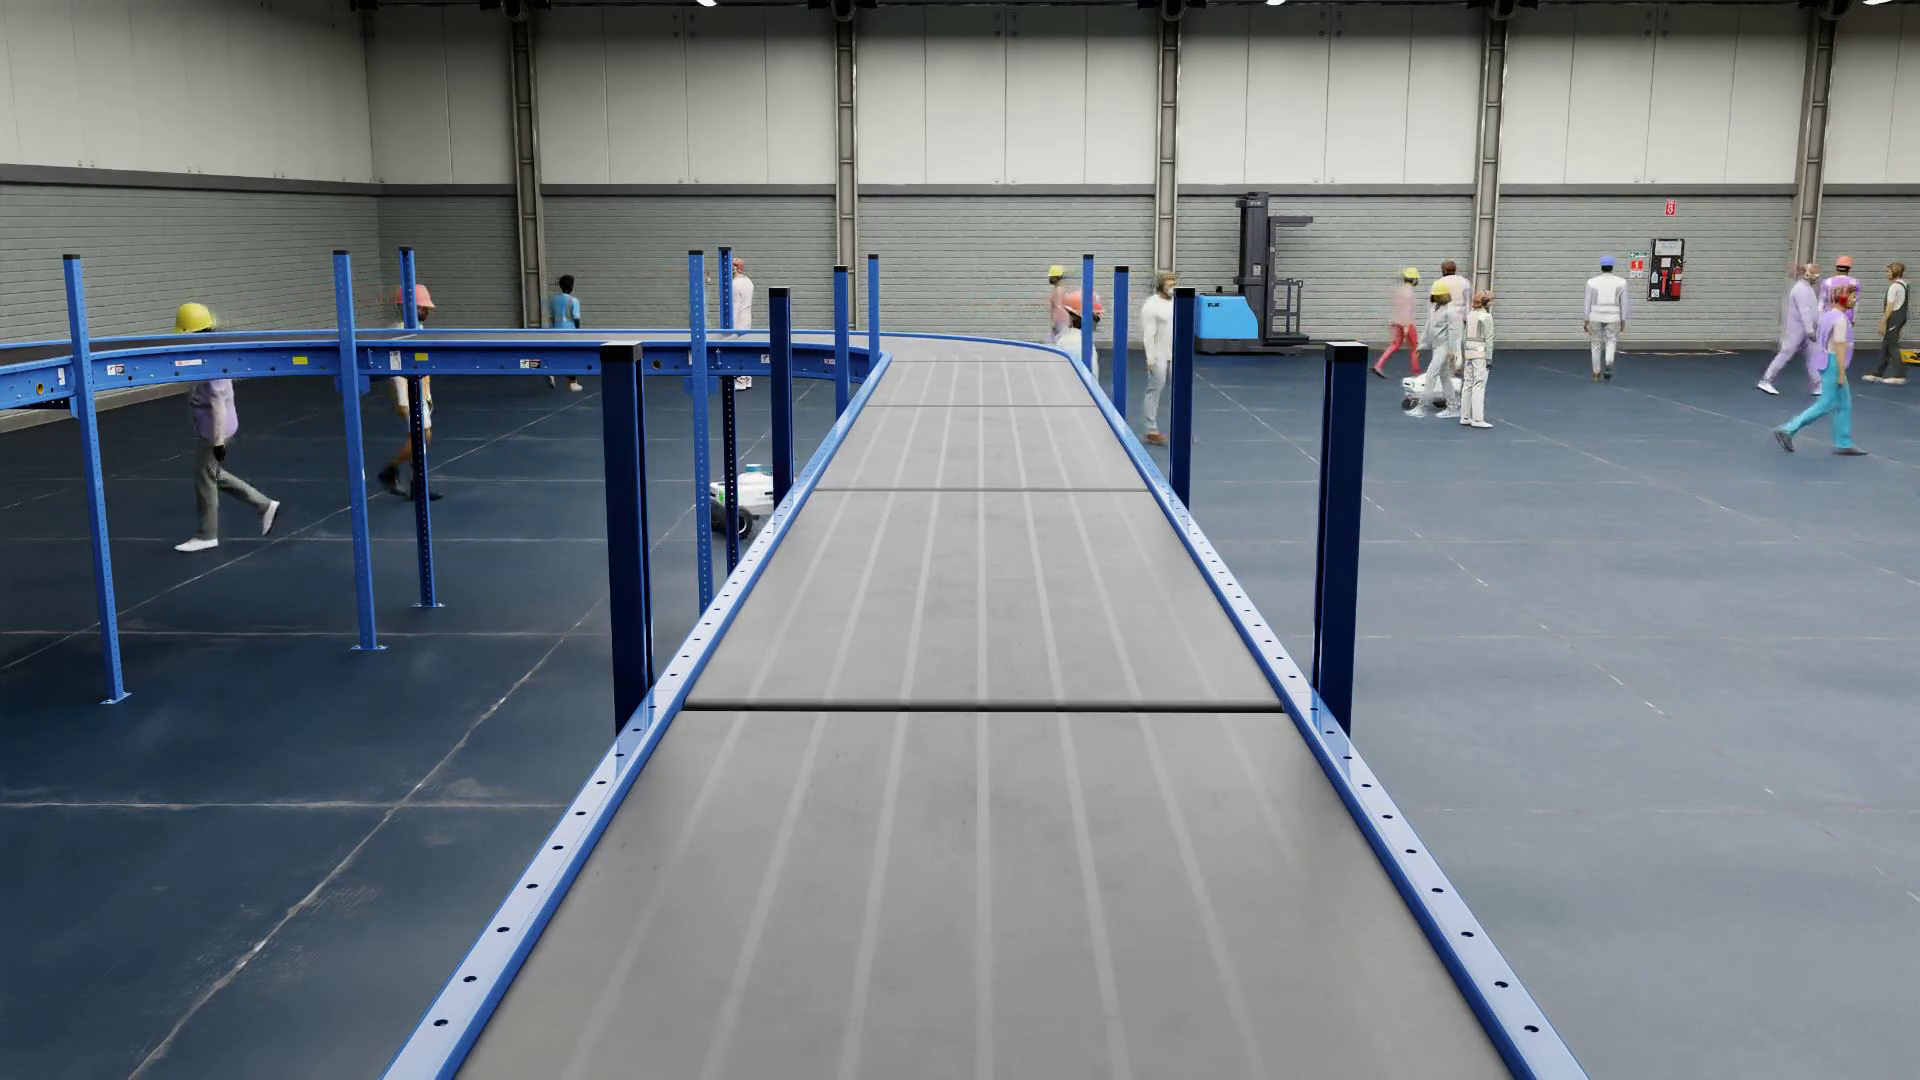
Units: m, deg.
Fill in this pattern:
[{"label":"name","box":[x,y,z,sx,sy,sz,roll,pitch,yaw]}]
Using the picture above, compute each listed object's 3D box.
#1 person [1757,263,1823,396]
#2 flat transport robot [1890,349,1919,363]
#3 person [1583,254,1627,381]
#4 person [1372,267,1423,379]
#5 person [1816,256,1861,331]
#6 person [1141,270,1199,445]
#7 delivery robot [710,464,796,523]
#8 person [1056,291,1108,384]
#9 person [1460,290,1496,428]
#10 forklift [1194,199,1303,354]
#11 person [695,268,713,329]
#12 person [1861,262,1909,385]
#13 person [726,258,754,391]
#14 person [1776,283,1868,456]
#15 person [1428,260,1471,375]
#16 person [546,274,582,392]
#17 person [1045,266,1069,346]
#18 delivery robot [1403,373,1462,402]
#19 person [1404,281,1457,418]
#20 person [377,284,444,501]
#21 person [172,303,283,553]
[{"label":"person","box":[11.850,-2.967,23.458,1.008,1.861,0.650,8,14,37]},{"label":"flat transport robot","box":[16.875,-3.185,28.766,1.431,0.197,0.652,-4,12,-19]},{"label":"person","box":[9.830,-3.382,25.374,0.629,1.933,0.547,3,12,17]},{"label":"person","box":[6.852,-3.356,25.787,0.849,1.737,0.534,0,11,1]},{"label":"person","box":[13.630,-3.443,25.801,0.544,1.885,0.977,8,14,37]},{"label":"person","box":[2.314,-1.977,18.207,0.666,1.912,0.791,-8,14,-36]},{"label":"delivery robot","box":[-1.650,-0.362,13.282,0.707,0.478,0.477,-6,13,-28]},{"label":"person","box":[0.984,-0.938,12.784,1.006,1.939,0.649,-4,12,-20]},{"label":"person","box":[6.201,-2.166,19.897,0.310,1.636,0.523,-3,11,-15]},{"label":"forklift","box":[5.313,-4.851,30.603,1.873,2.768,1.129,0,11,1]},{"label":"person","box":[-4.413,-3.870,28.716,0.533,1.615,0.518,-2,11,-11]},{"label":"person","box":[14.046,-3.274,25.128,0.554,1.839,0.528,10,15,43]},{"label":"person","box":[-3.231,-3.128,24.147,0.410,1.909,0.642,2,11,13]},{"label":"person","box":[9.193,-1.807,17.602,0.842,1.816,0.574,4,12,20]},{"label":"person","box":[7.626,-3.457,26.031,0.667,1.831,0.481,-2,11,-8]},{"label":"person","box":[-5.671,-2.959,23.845,0.554,1.682,0.509,6,12,28]},{"label":"person","box":[1.437,-3.411,26.017,0.799,1.729,0.552,-1,11,-3]},{"label":"delivery robot","box":[6.187,-2.020,21.801,0.707,0.478,0.477,-1,11,-8]},{"label":"person","box":[5.893,-2.364,20.744,0.850,1.701,0.505,-2,11,-8]},{"label":"person","box":[-4.831,-1.289,14.687,0.502,1.921,0.538,0,11,-1]},{"label":"person","box":[-5.540,-0.844,12.467,0.704,1.879,0.659,-6,12,-27]}]
